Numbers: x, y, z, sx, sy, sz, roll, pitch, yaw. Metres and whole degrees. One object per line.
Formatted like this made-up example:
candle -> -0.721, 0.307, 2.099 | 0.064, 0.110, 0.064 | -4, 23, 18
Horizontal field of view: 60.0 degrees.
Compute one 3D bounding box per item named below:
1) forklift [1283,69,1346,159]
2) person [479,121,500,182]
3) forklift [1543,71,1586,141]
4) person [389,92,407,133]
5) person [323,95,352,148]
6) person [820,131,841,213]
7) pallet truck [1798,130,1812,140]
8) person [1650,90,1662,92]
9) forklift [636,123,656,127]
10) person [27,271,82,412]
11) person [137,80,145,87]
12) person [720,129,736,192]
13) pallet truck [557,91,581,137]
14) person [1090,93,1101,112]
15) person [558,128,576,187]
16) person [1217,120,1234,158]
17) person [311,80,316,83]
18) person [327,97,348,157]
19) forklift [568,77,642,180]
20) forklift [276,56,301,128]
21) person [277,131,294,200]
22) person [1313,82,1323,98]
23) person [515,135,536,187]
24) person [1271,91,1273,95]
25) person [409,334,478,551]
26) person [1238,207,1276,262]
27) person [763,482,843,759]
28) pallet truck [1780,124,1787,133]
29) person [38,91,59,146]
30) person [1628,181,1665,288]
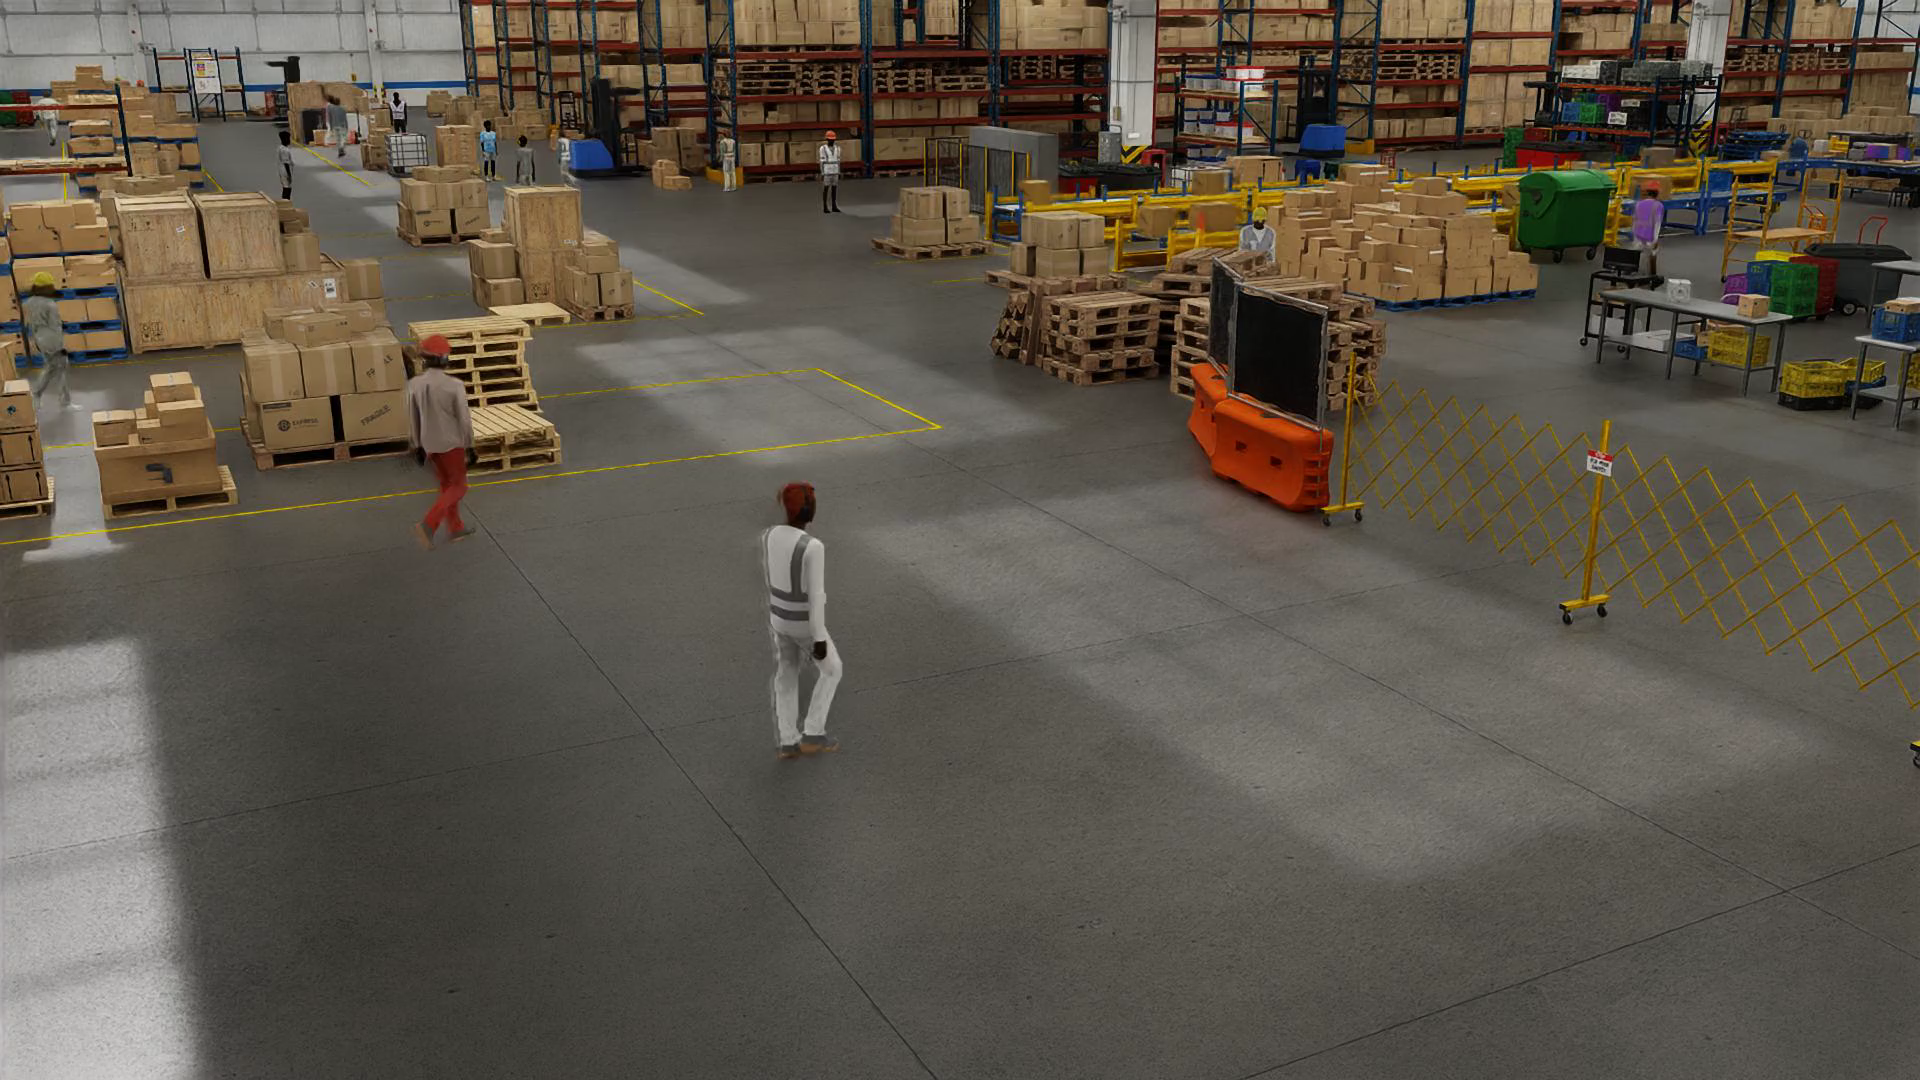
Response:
forklift -> 11.615, -13.871, 54.079 | 1.129, 2.768, 1.873 | -9, 20, -27
person -> -13.293, -10.984, 46.986 | 0.318, 1.697, 0.535 | 14, 23, 37
forklift -> 18.685, -13.231, 52.085 | 1.873, 2.768, 1.129 | -9, 20, -26
person -> -19.666, -14.721, 58.301 | 0.591, 1.911, 0.390 | -2, 18, -5
person -> -21.905, -14.640, 58.231 | 0.994, 1.785, 0.644 | -6, 19, -19
person -> -3.078, -8.820, 39.849 | 0.547, 1.938, 0.379 | -12, 21, -32
pallet truck -> 25.526, -11.556, 49.408 | 1.630, 1.274, 0.653 | -9, 20, -26
person -> 28.389, -17.772, 67.754 | 0.871, 1.934, 0.652 | -13, 22, -36
forklift -> -13.418, -18.476, 68.435 | 1.129, 2.768, 1.873 | 7, 19, 21
person -> -11.035, -2.377, 20.101 | 0.494, 1.725, 0.483 | 7, 19, 22
person -> -32.300, -17.199, 65.880 | 0.395, 1.994, 0.612 | -16, 24, -40
person -> -6.194, -10.131, 44.421 | 0.305, 1.637, 0.522 | 14, 22, 37
pallet truck -> -13.495, -14.412, 57.188 | 0.823, 1.965, 1.885 | -3, 18, -9
person -> 5.350, -16.891, 65.500 | 0.500, 1.636, 0.285 | 2, 18, 6
person -> -10.636, -10.265, 44.846 | 0.461, 1.625, 0.533 | 5, 18, 15
person -> 8.172, -12.412, 51.358 | 0.529, 1.751, 0.598 | 10, 20, 27
person -> -26.274, -17.770, 67.793 | 0.549, 1.916, 0.816 | -1, 18, -4
person -> -20.446, -13.589, 54.735 | 0.628, 1.927, 0.465 | -1, 18, -4
forklift -> -10.286, -11.830, 47.714 | 1.873, 2.768, 1.129 | -9, 20, -26
forklift -> -27.100, -18.345, 68.028 | 1.873, 2.768, 1.129 | -9, 20, -26
person -> -15.998, -8.720, 39.516 | 0.386, 1.958, 0.604 | -10, 20, -28
person -> 14.803, -17.945, 68.526 | 0.875, 1.808, 0.628 | -8, 19, -23
person -> -10.297, -8.633, 39.377 | 0.314, 1.869, 0.537 | 16, 24, 41
person -> 11.154, -15.215, 59.881 | 0.745, 1.882, 0.655 | -2, 18, -6
person -> -4.705, -0.862, 14.991 | 0.626, 1.968, 0.772 | 10, 20, 27
person -> 4.589, -4.241, 25.760 | 0.586, 1.825, 0.404 | -1, 18, -3
person -> -0.996, 0.525, 10.824 | 0.526, 1.867, 0.615 | -16, 24, -41
pallet truck -> 25.206, -12.542, 52.601 | 1.601, 1.201, 0.680 | 0, 18, -2
person -> -32.339, -14.970, 59.069 | 0.644, 1.923, 0.513 | -6, 19, -19
person -> 11.954, -5.273, 28.861 | 0.993, 1.887, 0.571 | -13, 22, -35
